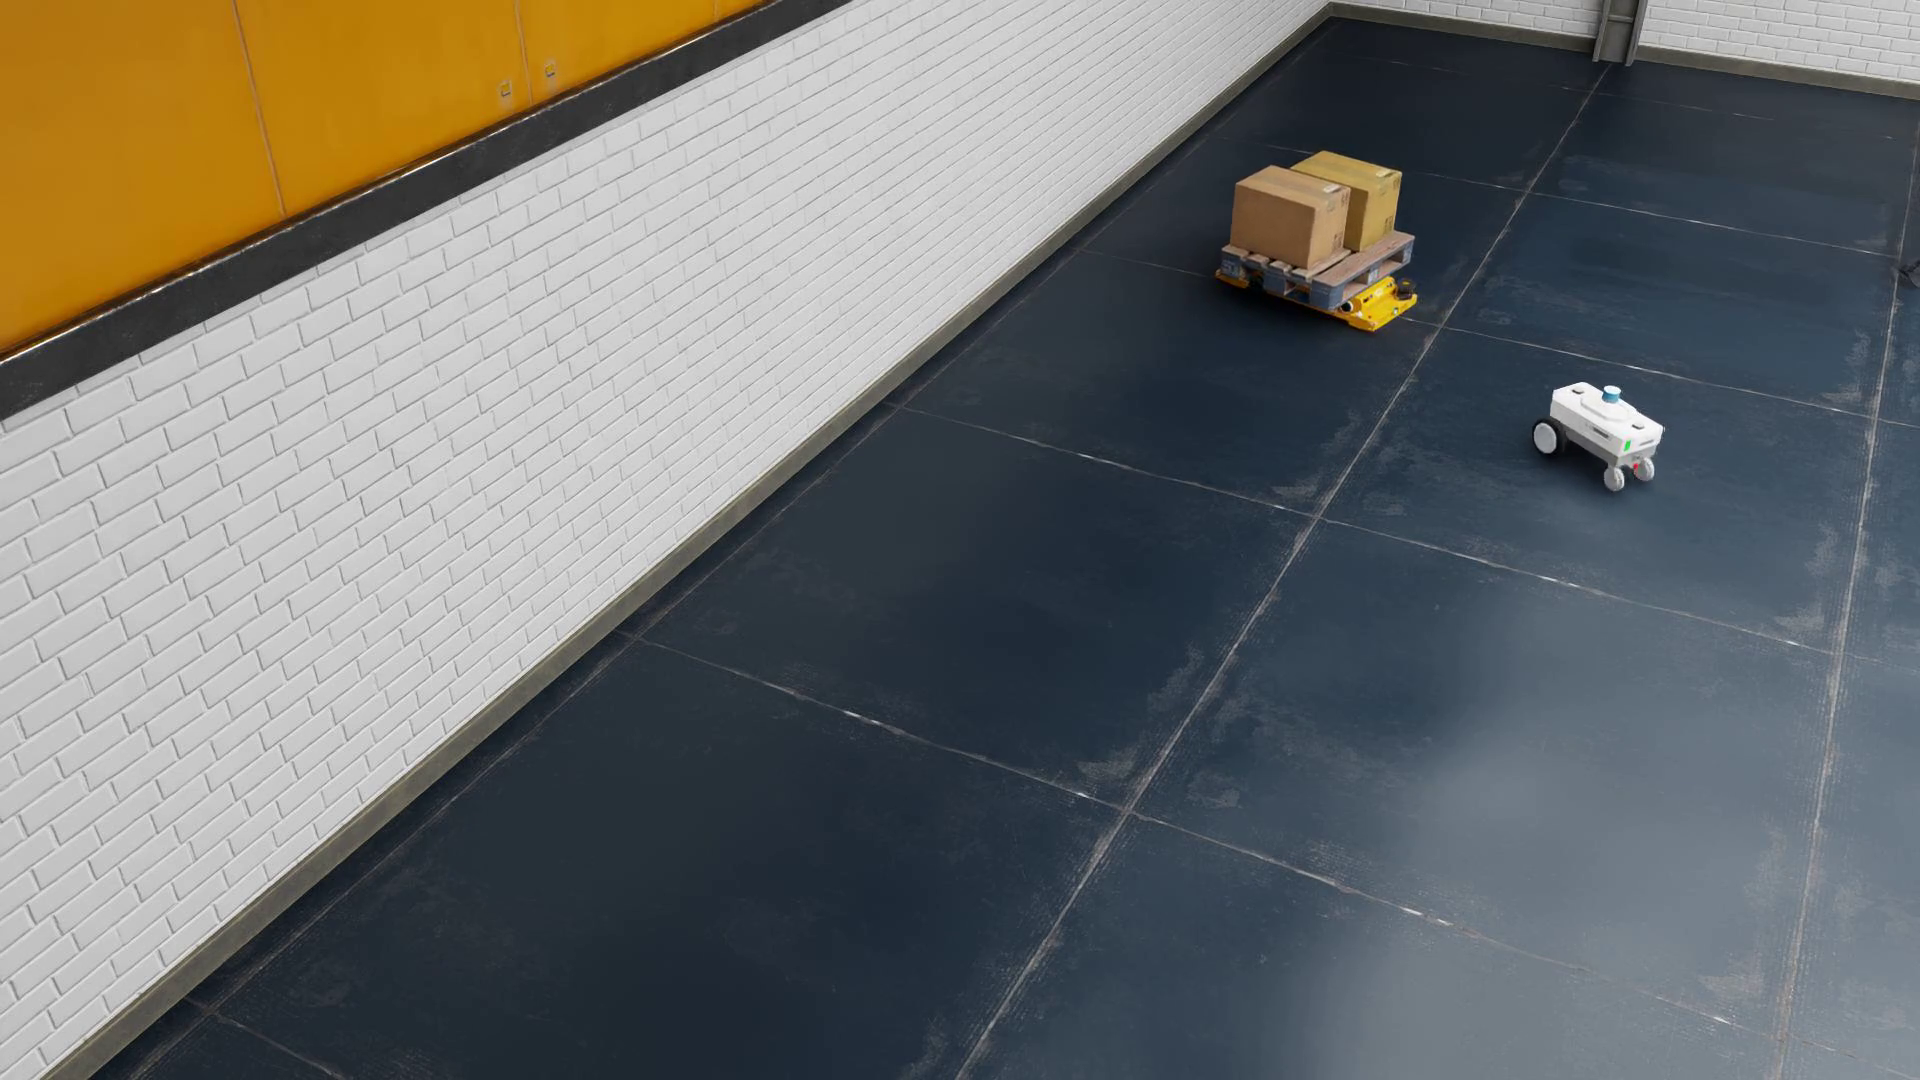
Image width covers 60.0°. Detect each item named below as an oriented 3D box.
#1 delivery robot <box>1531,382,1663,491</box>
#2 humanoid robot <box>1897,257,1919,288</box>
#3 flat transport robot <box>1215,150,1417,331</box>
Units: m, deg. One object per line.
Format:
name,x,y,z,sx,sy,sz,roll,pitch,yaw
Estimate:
delivery robot,4.156,-0.724,10.799,0.499,0.595,0.781,-16,37,-23
humanoid robot,7.667,-2.739,12.795,0.604,1.654,0.329,-24,41,-31
flat transport robot,2.770,-2.016,12.977,1.431,0.231,0.659,26,42,33
